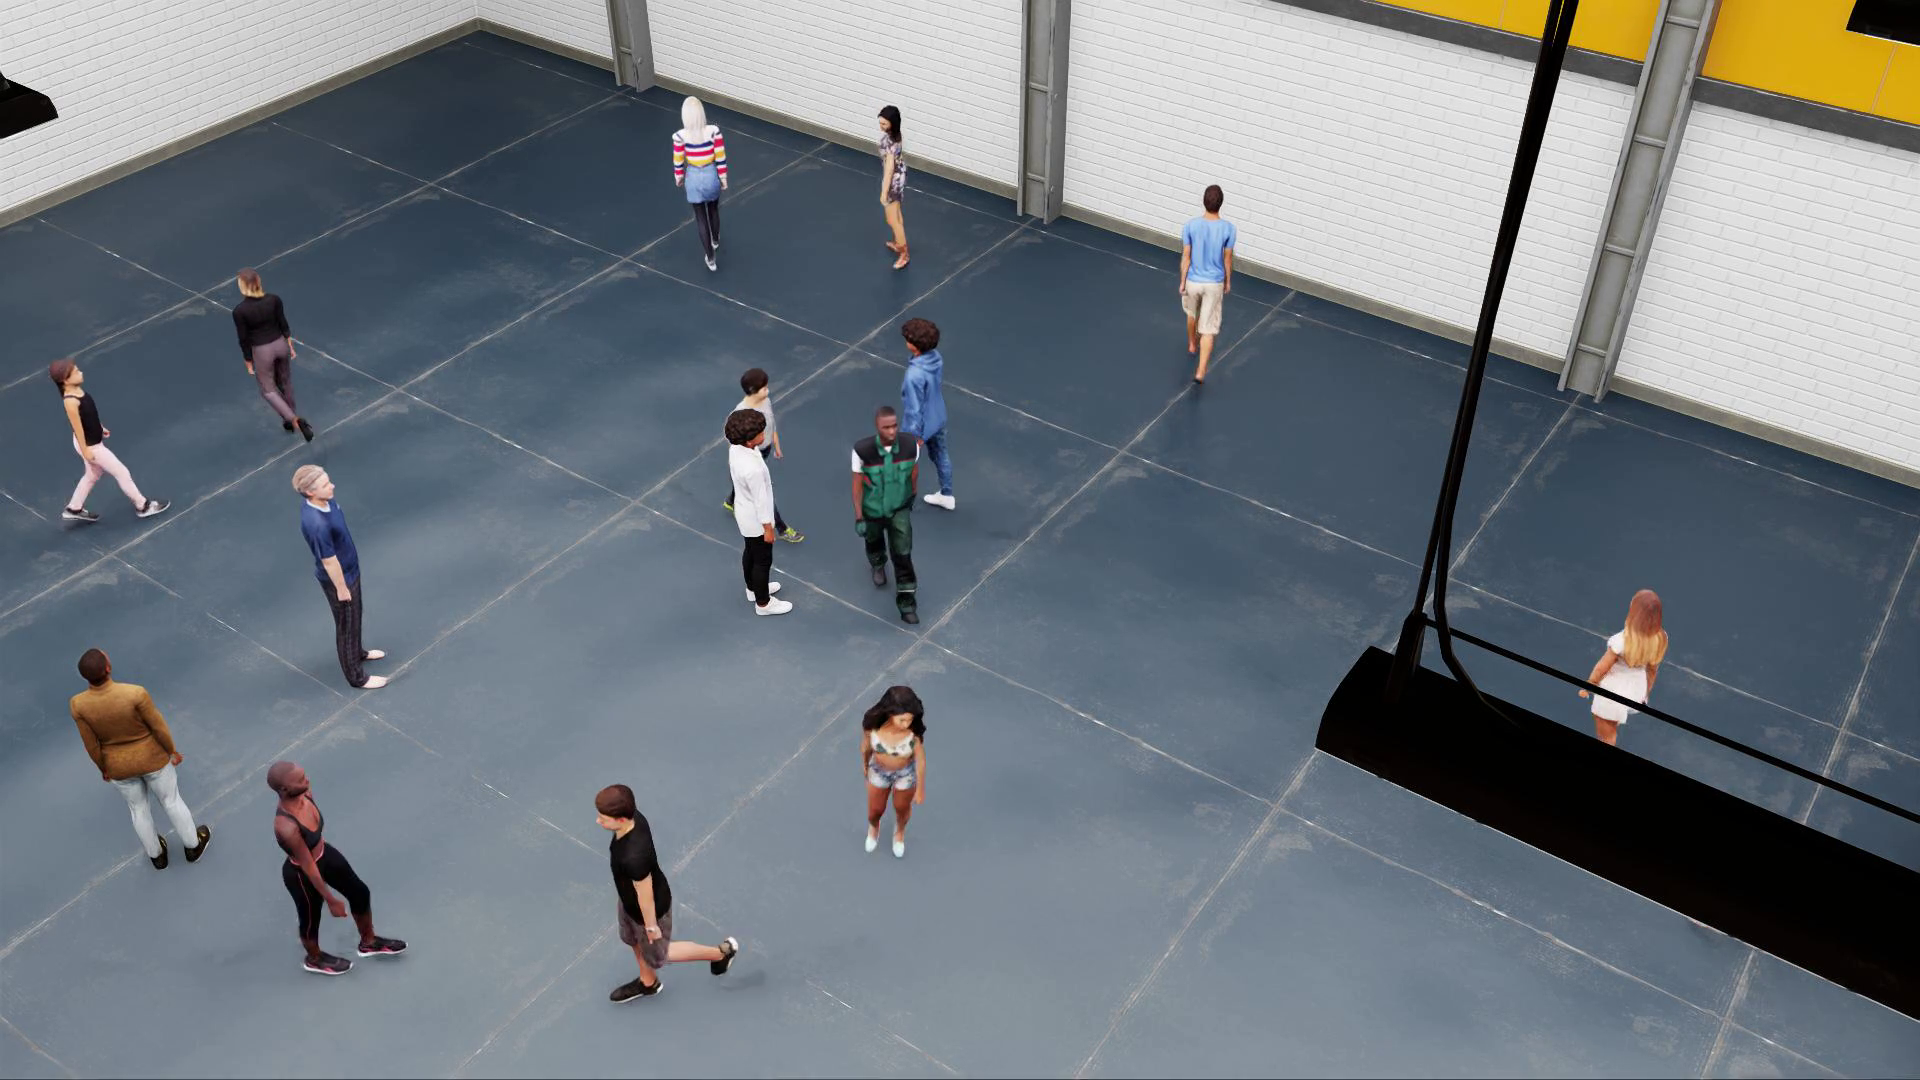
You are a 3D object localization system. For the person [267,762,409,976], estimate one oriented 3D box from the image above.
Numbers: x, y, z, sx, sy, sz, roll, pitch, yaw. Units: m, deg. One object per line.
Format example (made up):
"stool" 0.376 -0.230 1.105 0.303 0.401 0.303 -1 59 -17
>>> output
"person" -3.914 1.968 9.805 0.963 1.737 0.864 1 39 2

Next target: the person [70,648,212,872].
"person" -5.191 1.382 10.475 0.721 1.817 0.749 -11 40 -14

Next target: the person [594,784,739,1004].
"person" -1.733 2.050 9.622 1.055 1.836 1.078 -13 40 -16

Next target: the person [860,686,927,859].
"person" -0.433 1.463 10.563 0.664 1.580 0.752 13 40 15

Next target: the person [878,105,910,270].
"person" -0.671 -3.649 16.851 0.771 1.722 0.782 10 40 12

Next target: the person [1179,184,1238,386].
"person" 2.215 -2.287 15.049 1.238 1.842 1.013 8 39 10

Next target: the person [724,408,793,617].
"person" -1.538 -0.216 12.481 0.789 1.810 0.686 -15 41 -18

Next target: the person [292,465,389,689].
"person" -4.436 0.239 11.863 0.794 1.871 0.706 -10 40 -12

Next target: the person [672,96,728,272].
"person" -2.581 -3.546 16.674 0.999 1.781 1.074 -8 39 -9

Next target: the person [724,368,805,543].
"person" -1.705 -0.724 13.361 1.070 1.506 0.608 21 43 24

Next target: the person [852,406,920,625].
"person" -0.597 -0.290 12.601 1.181 1.776 1.275 -8 39 -10

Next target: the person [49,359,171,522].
"person" -7.064 -0.757 13.380 0.942 1.534 1.025 -16 41 -19

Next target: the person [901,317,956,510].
"person" -0.215 -0.962 13.435 1.011 1.785 0.781 16 41 19

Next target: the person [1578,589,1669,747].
"person" 4.390 1.075 10.969 0.742 1.679 0.807 -11 40 -13

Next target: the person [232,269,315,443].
"person" -5.863 -1.533 14.252 0.916 1.658 0.653 29 47 31
